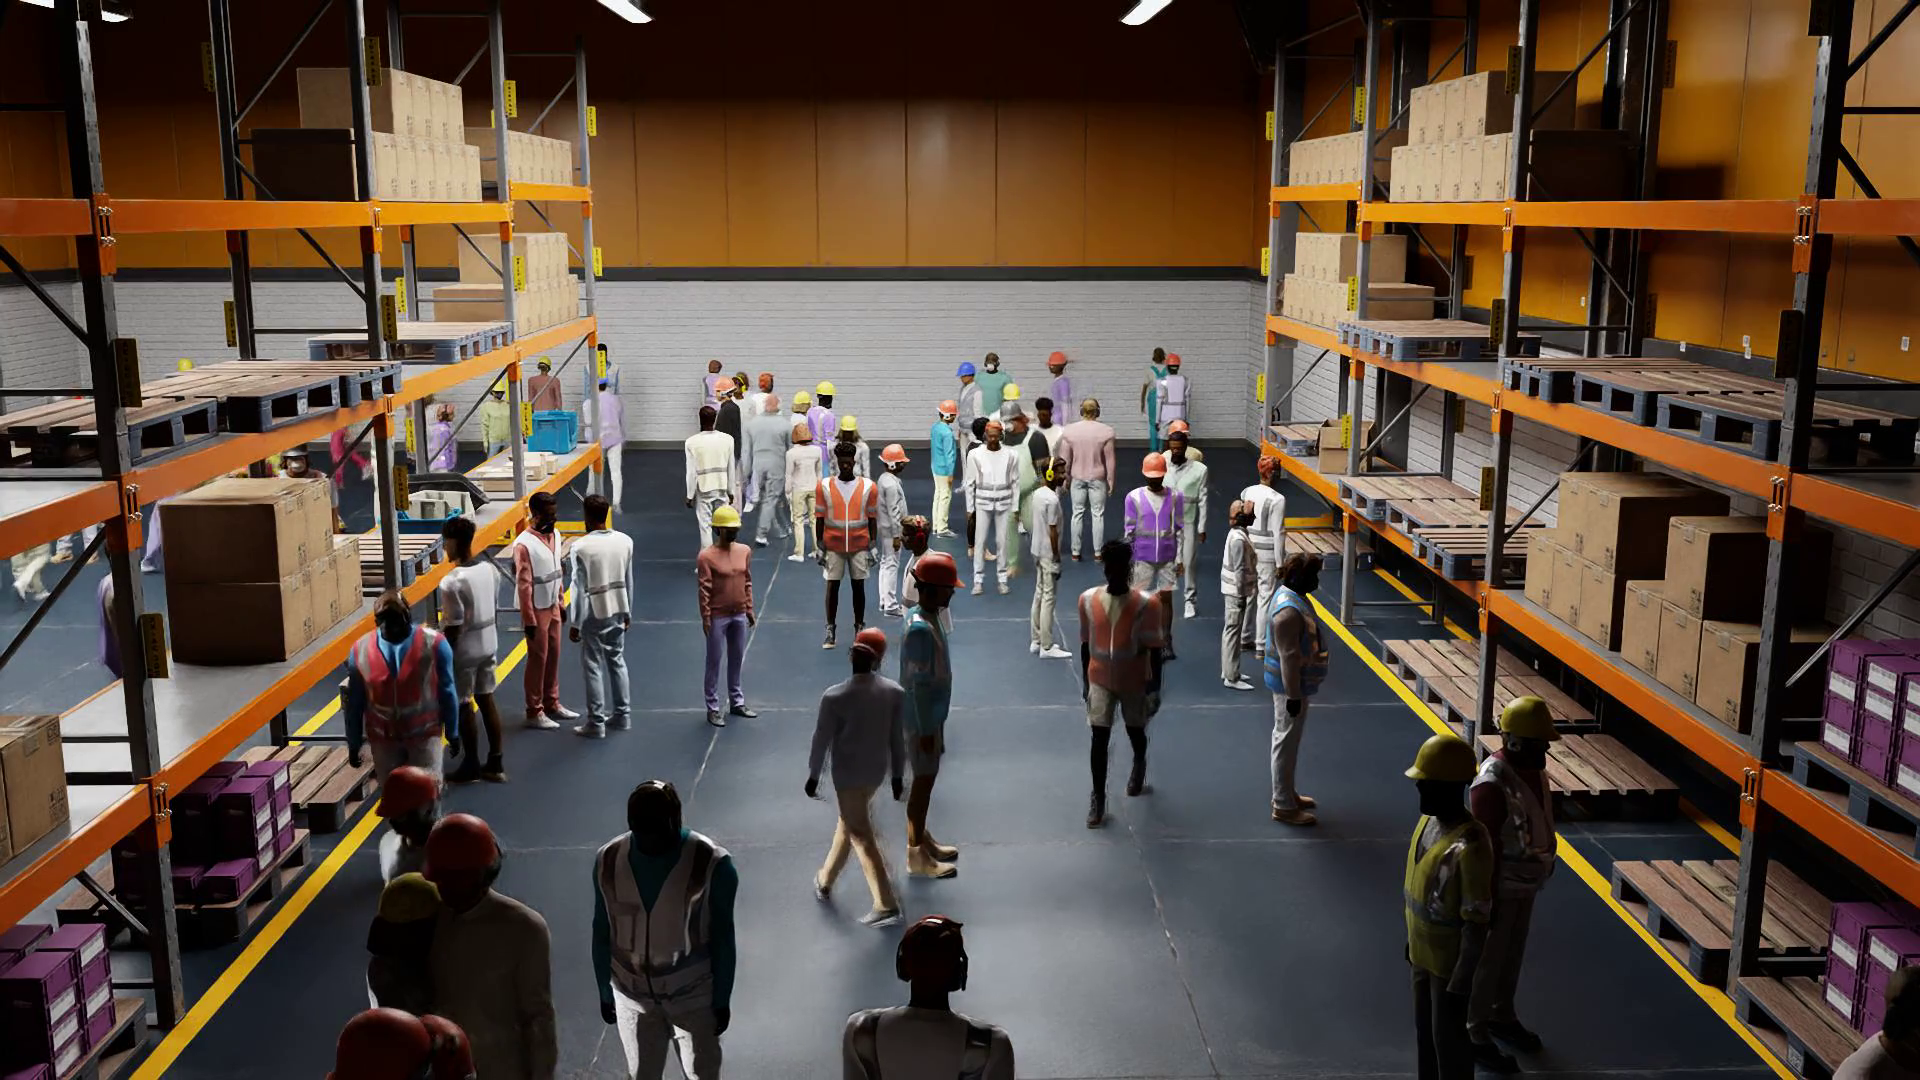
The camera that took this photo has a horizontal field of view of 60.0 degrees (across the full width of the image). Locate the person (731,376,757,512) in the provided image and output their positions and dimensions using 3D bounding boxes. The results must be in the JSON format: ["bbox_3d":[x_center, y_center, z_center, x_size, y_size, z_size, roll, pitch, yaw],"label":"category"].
[{"bbox_3d":[-2.998,-1.303,22.614,0.521,1.865,0.327,4,12,18],"label":"person"}]

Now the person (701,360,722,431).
[{"bbox_3d":[-4.013,-2.148,27.416,0.514,1.640,0.310,1,11,5],"label":"person"}]

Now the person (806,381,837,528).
[{"bbox_3d":[-1.746,-1.071,21.317,0.398,1.920,0.586,-8,14,-35],"label":"person"}]

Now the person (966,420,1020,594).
[{"bbox_3d":[0.353,-0.350,17.778,0.585,1.882,0.337,-1,11,-4],"label":"person"}]

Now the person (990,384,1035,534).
[{"bbox_3d":[0.679,-1.018,21.066,0.634,1.900,0.824,-1,11,-6],"label":"person"}]

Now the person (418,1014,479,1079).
[{"bbox_3d":[-1.535,2.256,5.032,0.318,1.756,0.562,10,15,42],"label":"person"}]

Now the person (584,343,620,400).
[{"bbox_3d":[-5.876,-2.275,27.351,0.596,1.916,0.380,-7,13,-31],"label":"person"}]

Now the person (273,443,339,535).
[{"bbox_3d":[-6.102,0.046,15.401,0.688,2.000,0.539,-3,12,-16],"label":"person"}]

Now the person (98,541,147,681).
[{"bbox_3d":[-5.877,0.866,11.791,0.354,1.847,0.509,-8,14,-36],"label":"person"}]

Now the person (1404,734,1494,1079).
[{"bbox_3d":[2.047,1.757,7.107,0.366,1.927,0.585,-1,11,-6],"label":"person"}]

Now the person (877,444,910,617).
[{"bbox_3d":[-0.673,-0.105,16.878,0.329,1.750,0.573,-2,12,-11],"label":"person"}]

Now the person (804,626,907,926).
[{"bbox_3d":[-0.585,1.362,9.708,0.826,1.707,0.577,10,15,42],"label":"person"}]

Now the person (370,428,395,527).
[{"bbox_3d":[-7.442,-0.959,21.481,0.316,1.630,0.513,-2,11,-9],"label":"person"}]

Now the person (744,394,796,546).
[{"bbox_3d":[-2.326,-0.867,20.484,0.654,1.848,0.997,5,12,25],"label":"person"}]

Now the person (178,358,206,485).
[{"bbox_3d":[-11.362,-1.724,24.556,0.585,1.930,0.361,-3,12,-17],"label":"person"}]

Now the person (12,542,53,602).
[{"bbox_3d":[-9.707,-0.123,17.301,0.519,1.614,0.572,2,12,12],"label":"person"}]

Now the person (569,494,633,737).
[{"bbox_3d":[-2.791,0.588,13.036,0.404,1.906,0.598,8,14,35],"label":"person"}]

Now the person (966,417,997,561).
[{"bbox_3d":[0.245,-0.600,19.506,0.318,1.697,0.533,-5,13,-26],"label":"person"}]

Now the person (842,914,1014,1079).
[{"bbox_3d":[-0.094,2.121,5.392,0.585,1.882,0.337,2,12,12],"label":"person"}]

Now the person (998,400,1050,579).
[{"bbox_3d":[0.687,-0.608,18.680,0.727,2.000,0.734,6,13,26],"label":"person"}]

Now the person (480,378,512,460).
[{"bbox_3d":[-6.417,-1.371,23.200,0.529,1.768,0.312,-10,15,-42],"label":"person"}]

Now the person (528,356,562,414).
[{"bbox_3d":[-6.673,-2.078,26.784,0.535,1.753,0.341,-1,11,-4],"label":"person"}]

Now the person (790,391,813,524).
[{"bbox_3d":[-2.052,-1.081,21.801,0.295,1.743,0.493,-7,13,-32],"label":"person"}]

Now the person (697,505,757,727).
[{"bbox_3d":[-1.864,0.596,13.328,0.305,1.772,0.525,11,15,43],"label":"person"}]

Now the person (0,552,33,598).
[{"bbox_3d":[-10.151,-0.262,17.666,0.564,1.752,0.338,-11,15,-43],"label":"person"}]

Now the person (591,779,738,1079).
[{"bbox_3d":[-1.219,1.858,6.856,0.618,1.836,0.432,2,11,9],"label":"person"}]

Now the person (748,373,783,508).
[{"bbox_3d":[-2.678,-1.358,22.871,0.572,1.877,0.346,7,13,30],"label":"person"}]

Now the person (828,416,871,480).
[{"bbox_3d":[-1.288,-0.566,19.259,0.498,1.717,0.715,0,11,1],"label":"person"}]

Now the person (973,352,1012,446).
[{"bbox_3d":[0.479,-1.892,25.378,0.630,1.940,0.372,2,12,12],"label":"person"}]

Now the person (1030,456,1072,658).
[{"bbox_3d":[0.825,0.154,15.312,0.334,1.864,0.517,-3,12,-15],"label":"person"}]

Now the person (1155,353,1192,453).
[{"bbox_3d":[3.229,-1.868,25.262,0.552,1.934,0.367,-2,11,-9],"label":"person"}]

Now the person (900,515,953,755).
[{"bbox_3d":[-0.256,0.709,12.604,0.386,1.837,0.561,-2,11,-10],"label":"person"}]
